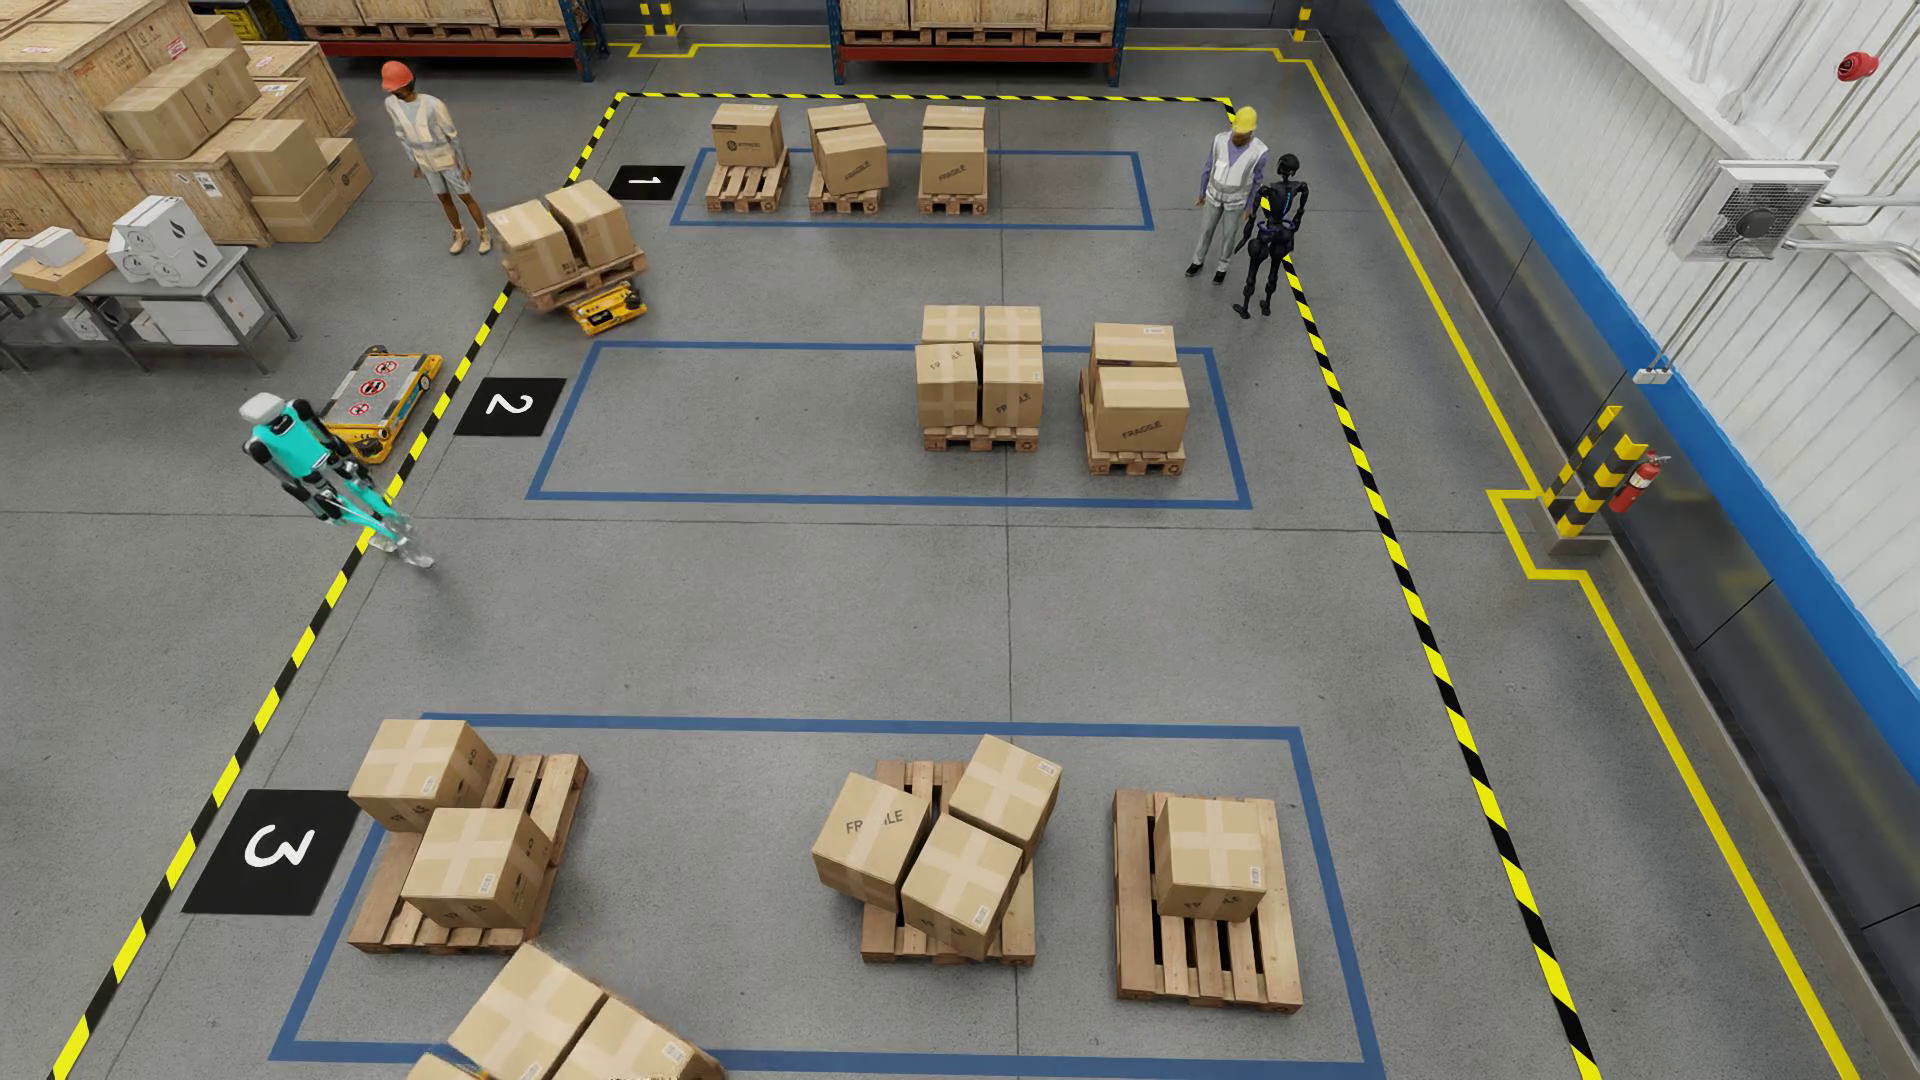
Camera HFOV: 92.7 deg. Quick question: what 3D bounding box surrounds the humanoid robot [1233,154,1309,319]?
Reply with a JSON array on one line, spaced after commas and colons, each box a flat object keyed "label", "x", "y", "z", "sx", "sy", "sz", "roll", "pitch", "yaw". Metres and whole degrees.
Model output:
[{"label": "humanoid robot", "x": 3.011, "y": -2.936, "z": 8.920, "sx": 0.599, "sy": 1.655, "sz": 0.315, "roll": -6, "pitch": 50, "yaw": -5}]

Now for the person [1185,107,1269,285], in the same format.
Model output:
[{"label": "person", "x": 2.693, "y": -3.460, "z": 9.271, "sx": 0.602, "sy": 1.828, "sz": 0.404, "roll": 25, "pitch": 54, "yaw": 20}]

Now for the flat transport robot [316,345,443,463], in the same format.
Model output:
[{"label": "flat transport robot", "x": -5.383, "y": -1.269, "z": 8.441, "sx": 0.659, "sy": 0.231, "sz": 1.431, "roll": 1, "pitch": 50, "yaw": 1}]

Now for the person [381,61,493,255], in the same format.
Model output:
[{"label": "person", "x": -5.434, "y": -3.925, "z": 9.531, "sx": 0.604, "sy": 2.038, "sz": 0.390, "roll": 2, "pitch": 50, "yaw": 1}]

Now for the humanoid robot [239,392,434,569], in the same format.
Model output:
[{"label": "humanoid robot", "x": -4.384, "y": -0.323, "z": 6.667, "sx": 0.917, "sy": 1.740, "sz": 0.541, "roll": 11, "pitch": 51, "yaw": 9}]

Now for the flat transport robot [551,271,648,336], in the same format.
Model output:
[{"label": "flat transport robot", "x": -3.936, "y": -2.677, "z": 9.614, "sx": 0.652, "sy": 0.197, "sz": 1.431, "roll": -34, "pitch": 57, "yaw": -25}]

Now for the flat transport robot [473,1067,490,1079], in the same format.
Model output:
[{"label": "flat transport robot", "x": -1.971, "y": 3.095, "z": 4.730, "sx": 1.431, "sy": 0.197, "sz": 0.652, "roll": 21, "pitch": 53, "yaw": 17}]
